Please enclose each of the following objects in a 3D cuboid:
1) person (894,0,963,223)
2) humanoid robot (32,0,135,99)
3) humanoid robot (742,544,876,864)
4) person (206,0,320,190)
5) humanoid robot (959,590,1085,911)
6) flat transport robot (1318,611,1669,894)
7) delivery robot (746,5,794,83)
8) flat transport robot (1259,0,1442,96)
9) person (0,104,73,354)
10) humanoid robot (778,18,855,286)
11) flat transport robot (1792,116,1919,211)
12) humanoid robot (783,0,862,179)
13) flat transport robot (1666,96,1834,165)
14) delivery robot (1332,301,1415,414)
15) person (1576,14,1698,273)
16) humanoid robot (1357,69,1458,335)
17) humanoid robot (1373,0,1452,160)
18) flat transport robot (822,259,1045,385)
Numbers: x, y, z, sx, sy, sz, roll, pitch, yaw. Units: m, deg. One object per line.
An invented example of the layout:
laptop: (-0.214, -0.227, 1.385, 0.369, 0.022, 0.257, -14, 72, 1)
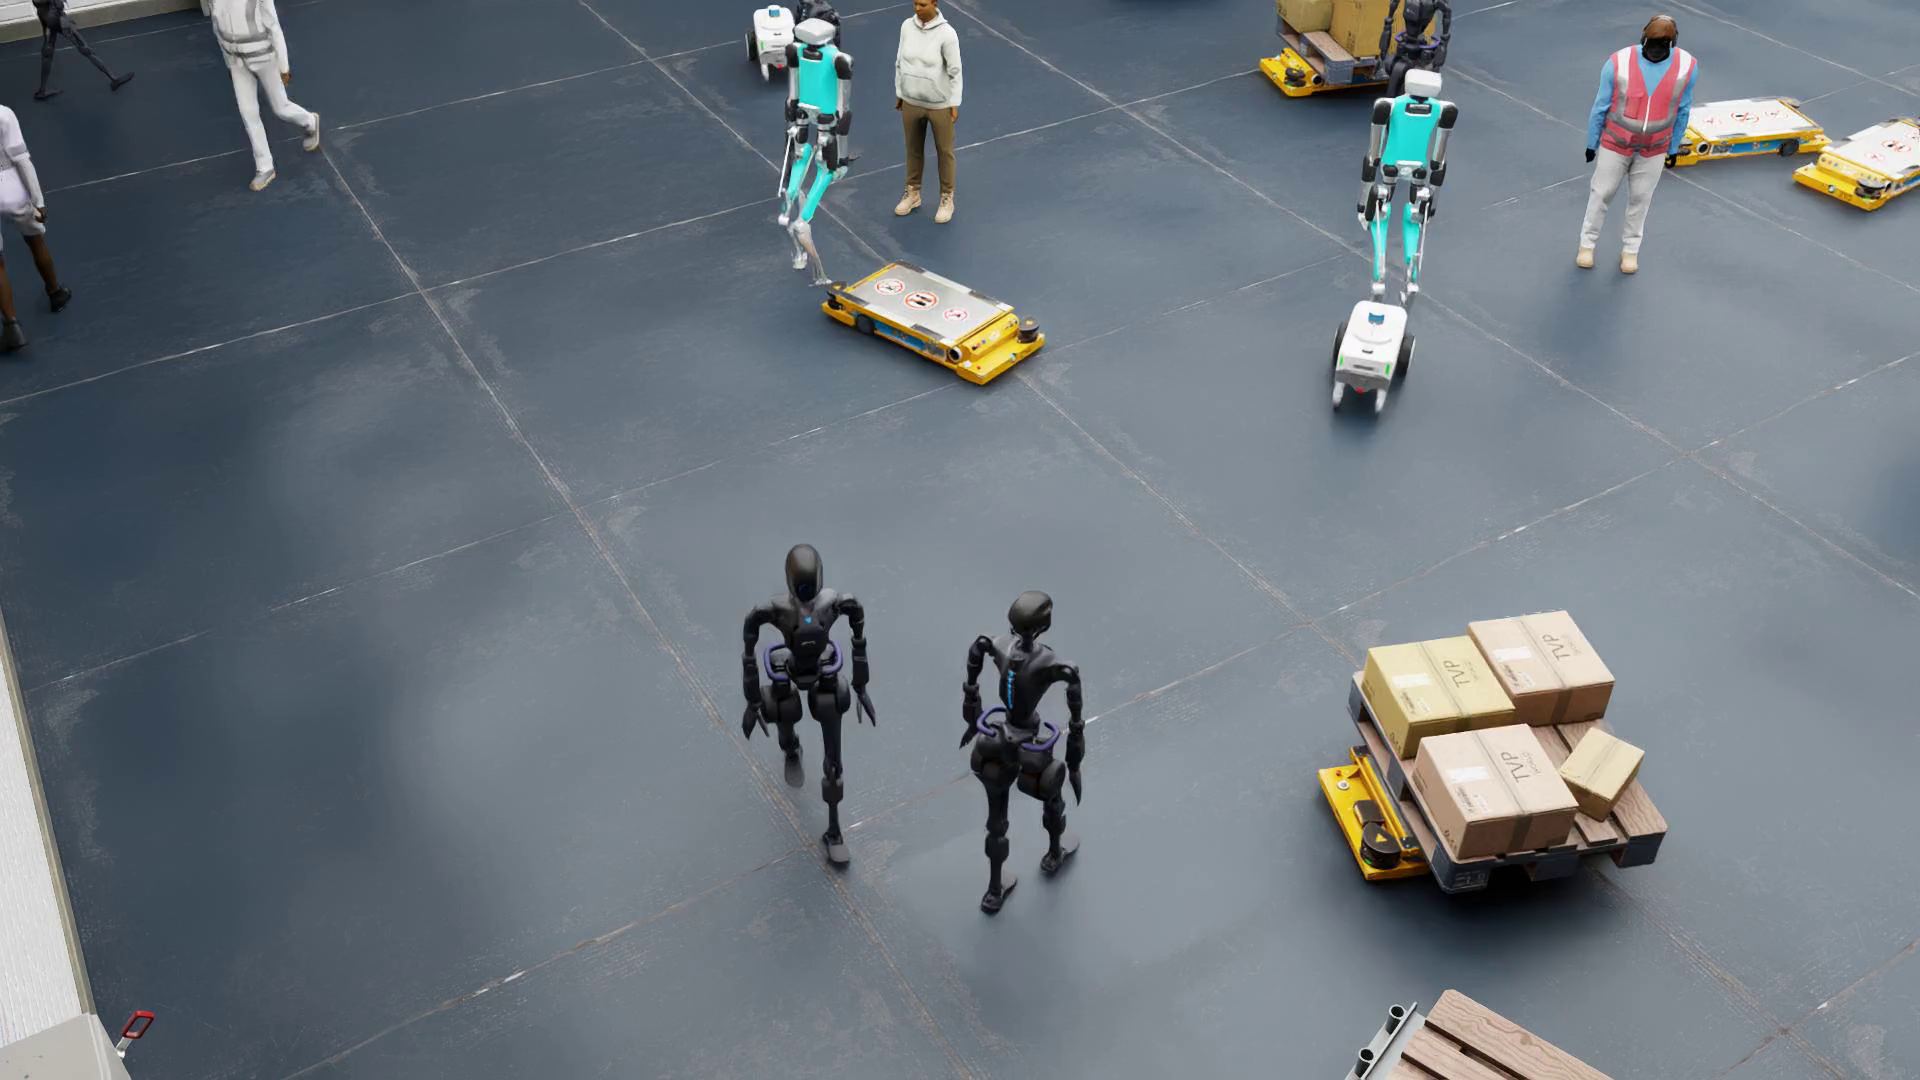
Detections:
person: (-0.216, -3.183, 12.101, 0.521, 1.767, 0.380, 17, 42, 20)
humanoid robot: (-7.545, -4.497, 13.871, 0.805, 1.616, 0.612, -23, 44, -26)
humanoid robot: (-0.686, 0.655, 7.371, 0.599, 1.621, 0.807, -9, 39, -11)
person: (-5.331, -3.671, 12.652, 0.581, 1.856, 0.800, 8, 39, 10)
humanoid robot: (0.263, 0.859, 7.086, 0.598, 1.644, 0.579, 18, 42, 21)
flat transport robot: (2.472, 1.201, 7.777, 1.431, 0.231, 0.659, -7, 39, -8)
delivery robot: (-1.616, -4.389, 14.609, 0.499, 0.606, 0.807, -6, 39, -8)
flat transport robot: (3.413, -4.150, 14.529, 1.431, 0.231, 0.659, -9, 39, -11)
person: (-6.241, -2.189, 10.761, 0.574, 1.900, 0.816, -15, 41, -18)
humanoid robot: (-1.077, -2.580, 11.374, 0.558, 1.789, 0.798, 22, 44, 26)
flat transport robot: (7.255, -2.960, 13.026, 1.431, 0.231, 0.659, -23, 44, -26)
humanoid robot: (-1.090, -3.565, 12.673, 0.687, 1.631, 0.621, -29, 47, -31)
flat transport robot: (6.257, -3.312, 13.471, 1.431, 0.231, 0.659, -8, 39, -10)
delivery robot: (2.617, -1.211, 10.593, 0.499, 0.599, 0.784, 13, 40, 15)
person: (4.645, -2.733, 11.486, 0.634, 1.831, 0.430, 8, 39, 9)
humanoid robot: (2.856, -2.034, 10.733, 0.550, 1.859, 0.692, 0, 38, 0)
humanoid robot: (3.482, -3.686, 12.814, 0.602, 1.654, 0.320, 31, 48, 33)
flat transport robot: (-0.191, -1.491, 11.172, 1.431, 0.231, 0.659, 28, 46, 30)
